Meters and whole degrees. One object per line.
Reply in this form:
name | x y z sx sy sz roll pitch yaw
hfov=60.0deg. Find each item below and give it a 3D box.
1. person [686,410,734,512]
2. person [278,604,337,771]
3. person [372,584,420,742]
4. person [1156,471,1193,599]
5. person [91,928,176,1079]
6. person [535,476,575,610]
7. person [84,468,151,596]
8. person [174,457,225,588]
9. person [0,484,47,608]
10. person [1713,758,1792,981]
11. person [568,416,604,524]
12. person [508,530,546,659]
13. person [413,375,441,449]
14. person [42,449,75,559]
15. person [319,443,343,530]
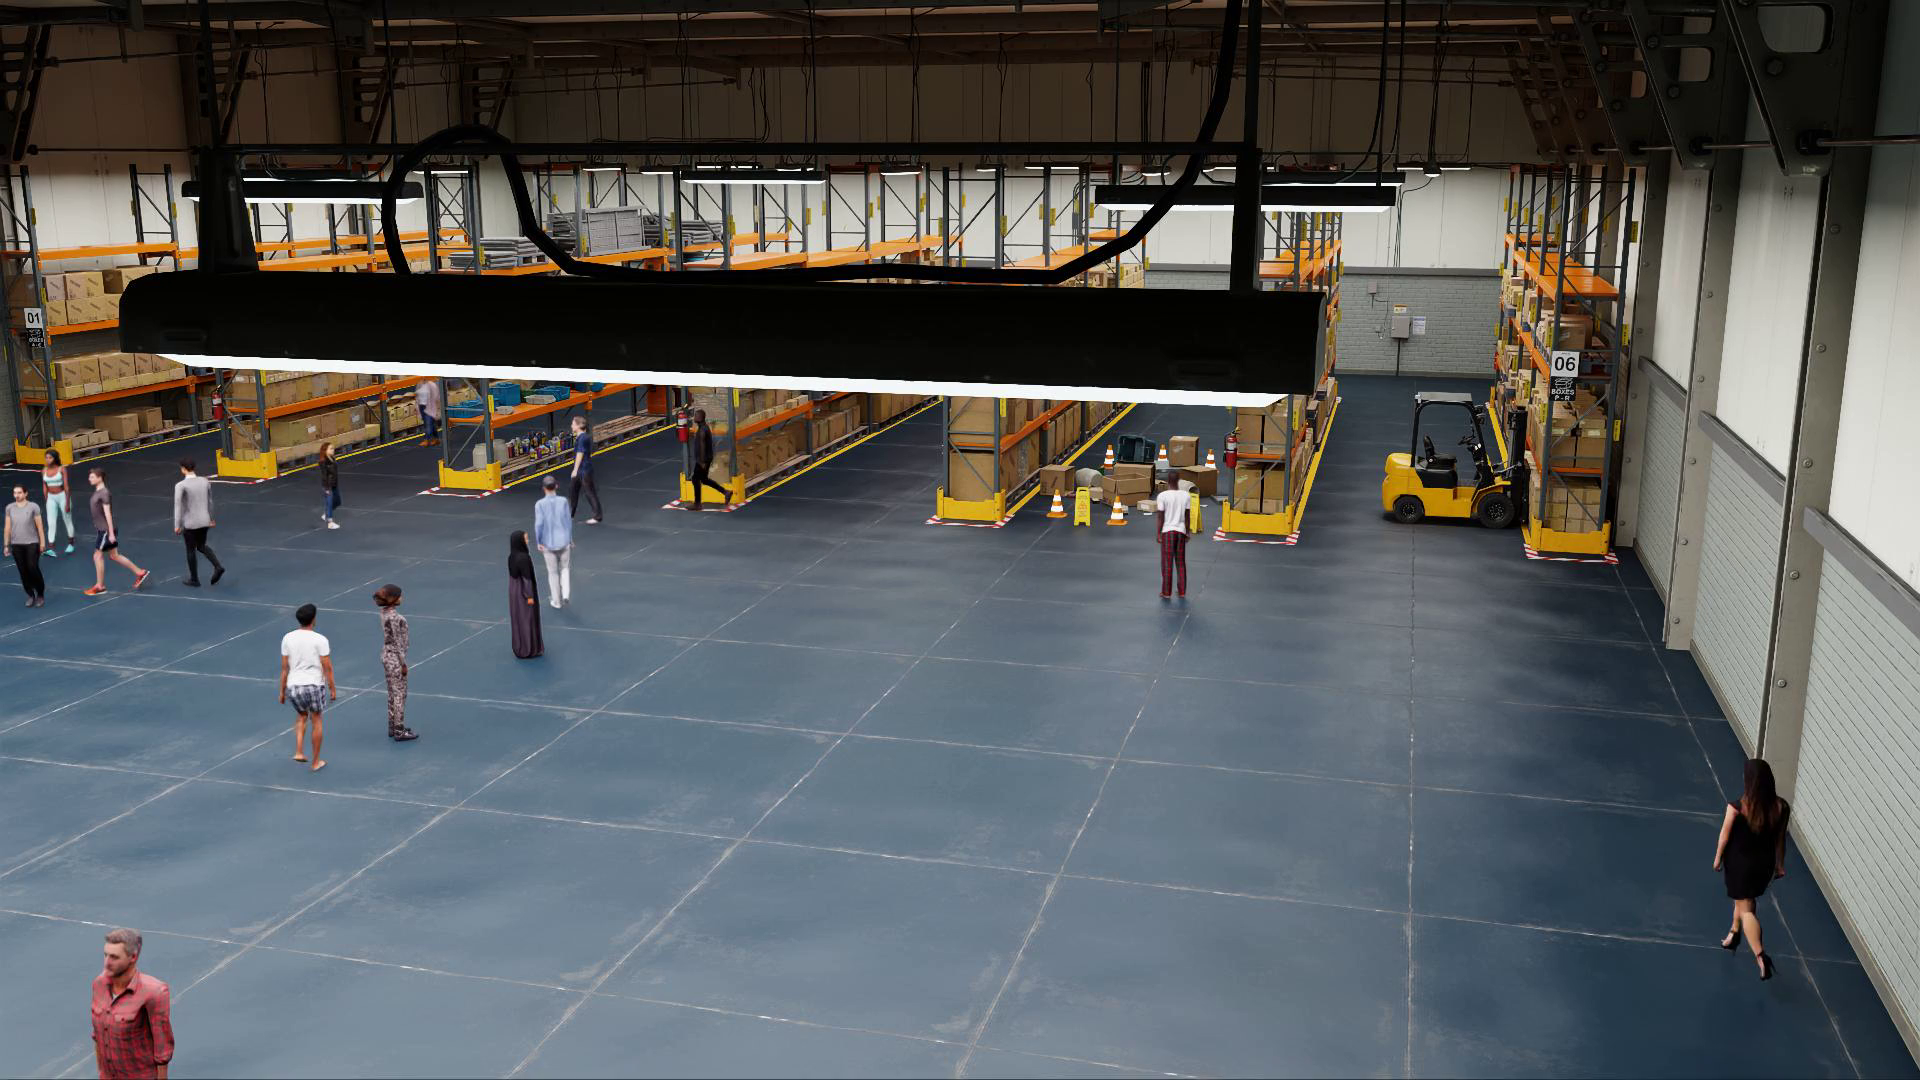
person | -4.457 -1.400 29.478 1.002 1.809 1.122 -1 13 -6
person | -6.714 1.545 16.996 0.760 1.702 0.725 1 13 4
person | -6.112 1.310 17.976 0.724 1.718 0.673 -9 16 -33
person | 3.050 -0.086 23.748 0.731 1.833 0.706 -3 13 -14
person | -4.865 3.140 9.813 0.690 1.834 0.552 4 14 18
person | -5.591 0.051 23.061 0.808 1.876 0.859 -6 14 -26
person | -12.208 -0.131 23.966 1.232 1.823 1.116 -10 16 -37
person | -11.093 -0.254 24.319 0.912 1.902 0.871 4 14 17
person | -13.086 0.057 23.336 0.727 1.740 0.758 -2 13 -7
person | 6.083 2.552 12.700 0.906 1.678 1.169 -1 13 -5
person | -6.345 -1.178 28.444 1.066 1.842 1.071 -5 14 -21
person | -5.519 0.666 20.985 0.763 1.615 0.716 -9 16 -35
person | -11.461 -2.866 36.034 0.823 1.706 1.052 7 15 28
person | -14.163 -0.581 26.219 0.834 1.682 1.142 -1 13 -5
person | -10.730 -0.918 28.143 0.643 1.472 0.557 3 13 11
